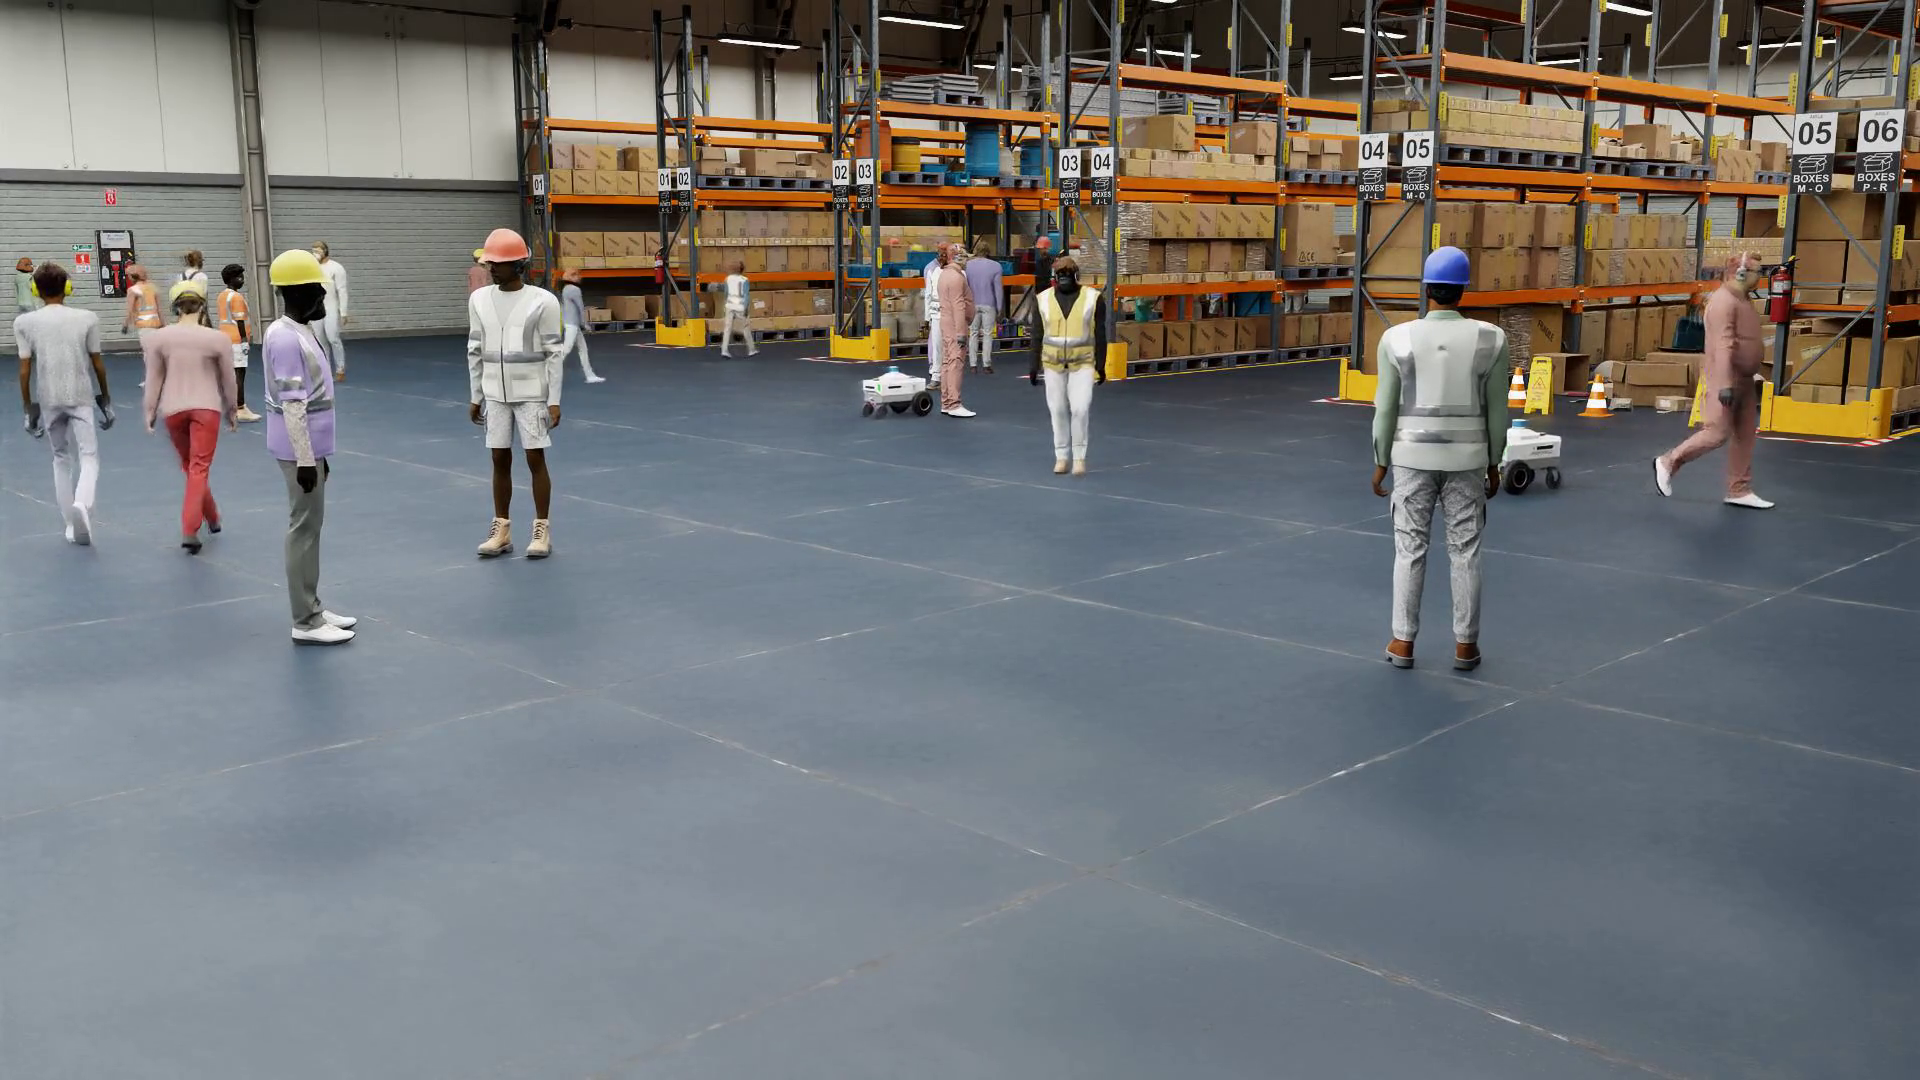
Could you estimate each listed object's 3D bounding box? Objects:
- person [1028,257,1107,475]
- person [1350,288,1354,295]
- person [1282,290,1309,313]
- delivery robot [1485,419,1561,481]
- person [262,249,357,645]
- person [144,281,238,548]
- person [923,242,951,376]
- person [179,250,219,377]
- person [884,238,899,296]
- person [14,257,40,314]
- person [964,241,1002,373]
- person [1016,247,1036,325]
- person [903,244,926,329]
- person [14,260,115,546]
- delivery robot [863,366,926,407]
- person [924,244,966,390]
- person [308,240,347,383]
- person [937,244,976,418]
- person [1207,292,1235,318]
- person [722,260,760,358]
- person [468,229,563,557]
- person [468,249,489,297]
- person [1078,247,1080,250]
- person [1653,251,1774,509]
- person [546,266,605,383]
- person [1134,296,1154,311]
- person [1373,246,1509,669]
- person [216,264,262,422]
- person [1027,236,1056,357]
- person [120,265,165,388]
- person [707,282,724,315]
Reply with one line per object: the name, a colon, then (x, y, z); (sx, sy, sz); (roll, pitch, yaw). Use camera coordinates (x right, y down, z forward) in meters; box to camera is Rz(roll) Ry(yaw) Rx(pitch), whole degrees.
person: (0.886, -1.447, 13.919); (0.655, 1.818, 0.635); (2, 11, 12)
person: (8.065, -5.076, 33.309); (0.606, 1.966, 0.367); (-4, 11, -22)
person: (6.095, -4.501, 30.270); (0.587, 1.930, 0.355); (10, 14, 43)
delivery robot: (4.444, -0.719, 13.252); (0.707, 0.478, 0.477); (-6, 12, -29)
person: (-3.235, -0.461, 8.244); (0.360, 1.930, 0.587); (-3, 11, -17)
person: (-4.981, -0.821, 10.809); (0.534, 1.696, 0.892); (-1, 10, -6)
person: (-0.234, -3.318, 23.905); (0.406, 1.902, 0.638); (8, 13, 36)
person: (-10.810, -3.181, 23.455); (0.535, 1.809, 0.966); (3, 11, 18)
person: (-1.554, -5.983, 38.355); (0.547, 1.930, 0.382); (10, 14, 44)
person: (-15.471, -3.870, 27.643); (0.497, 1.633, 0.284); (5, 12, 27)
person: (0.302, -3.405, 24.328); (0.642, 1.916, 0.420); (3, 11, 14)
person: (1.480, -5.100, 33.890); (0.835, 1.806, 0.585); (-10, 14, -43)
person: (-0.887, -4.883, 32.657); (0.515, 1.814, 0.625); (-9, 14, -40)
person: (-5.774, -0.876, 10.749); (0.523, 1.847, 0.770); (-4, 11, -19)
delivery robot: (-0.735, -1.701, 18.620); (0.707, 0.478, 0.477); (-8, 13, -39)
person: (-0.198, -2.885, 21.592); (0.576, 1.882, 0.355); (4, 11, 22)
person: (-8.716, -3.143, 22.851); (0.642, 1.937, 0.361); (3, 11, 18)
person: (-0.030, -2.329, 18.496); (0.409, 1.905, 0.651); (-3, 11, -14)
person: (4.569, -4.304, 29.222); (0.540, 1.930, 0.383); (-2, 11, -11)
person: (-3.660, -3.795, 27.340); (0.523, 1.596, 0.860); (5, 12, 28)
person: (-2.782, -0.905, 10.373); (0.605, 2.038, 0.394); (2, 11, 10)
person: (-8.343, -4.177, 28.958); (0.527, 1.765, 0.328); (9, 14, 41)
person: (2.401, -5.032, 33.481); (0.784, 1.817, 0.636); (-8, 13, -37)
person: (5.641, -1.183, 12.298); (0.765, 1.885, 0.648); (10, 14, 42)
person: (-5.272, -2.906, 22.494); (0.853, 1.595, 0.494); (-5, 12, -28)
person: (3.207, -4.149, 28.955); (0.318, 1.717, 0.636); (8, 13, 38)
person: (2.223, -0.376, 7.728); (0.602, 1.949, 0.396); (2, 11, 13)
person: (-7.845, -2.136, 18.023); (0.321, 1.693, 0.530); (-10, 14, -42)
person: (1.377, -3.984, 27.313); (0.521, 1.973, 0.643); (-6, 12, -32)
person: (-10.672, -2.790, 21.805); (0.533, 1.612, 0.542); (2, 11, 9)
person: (-5.033, -5.351, 34.675); (0.740, 2.022, 0.622); (-7, 12, -32)
